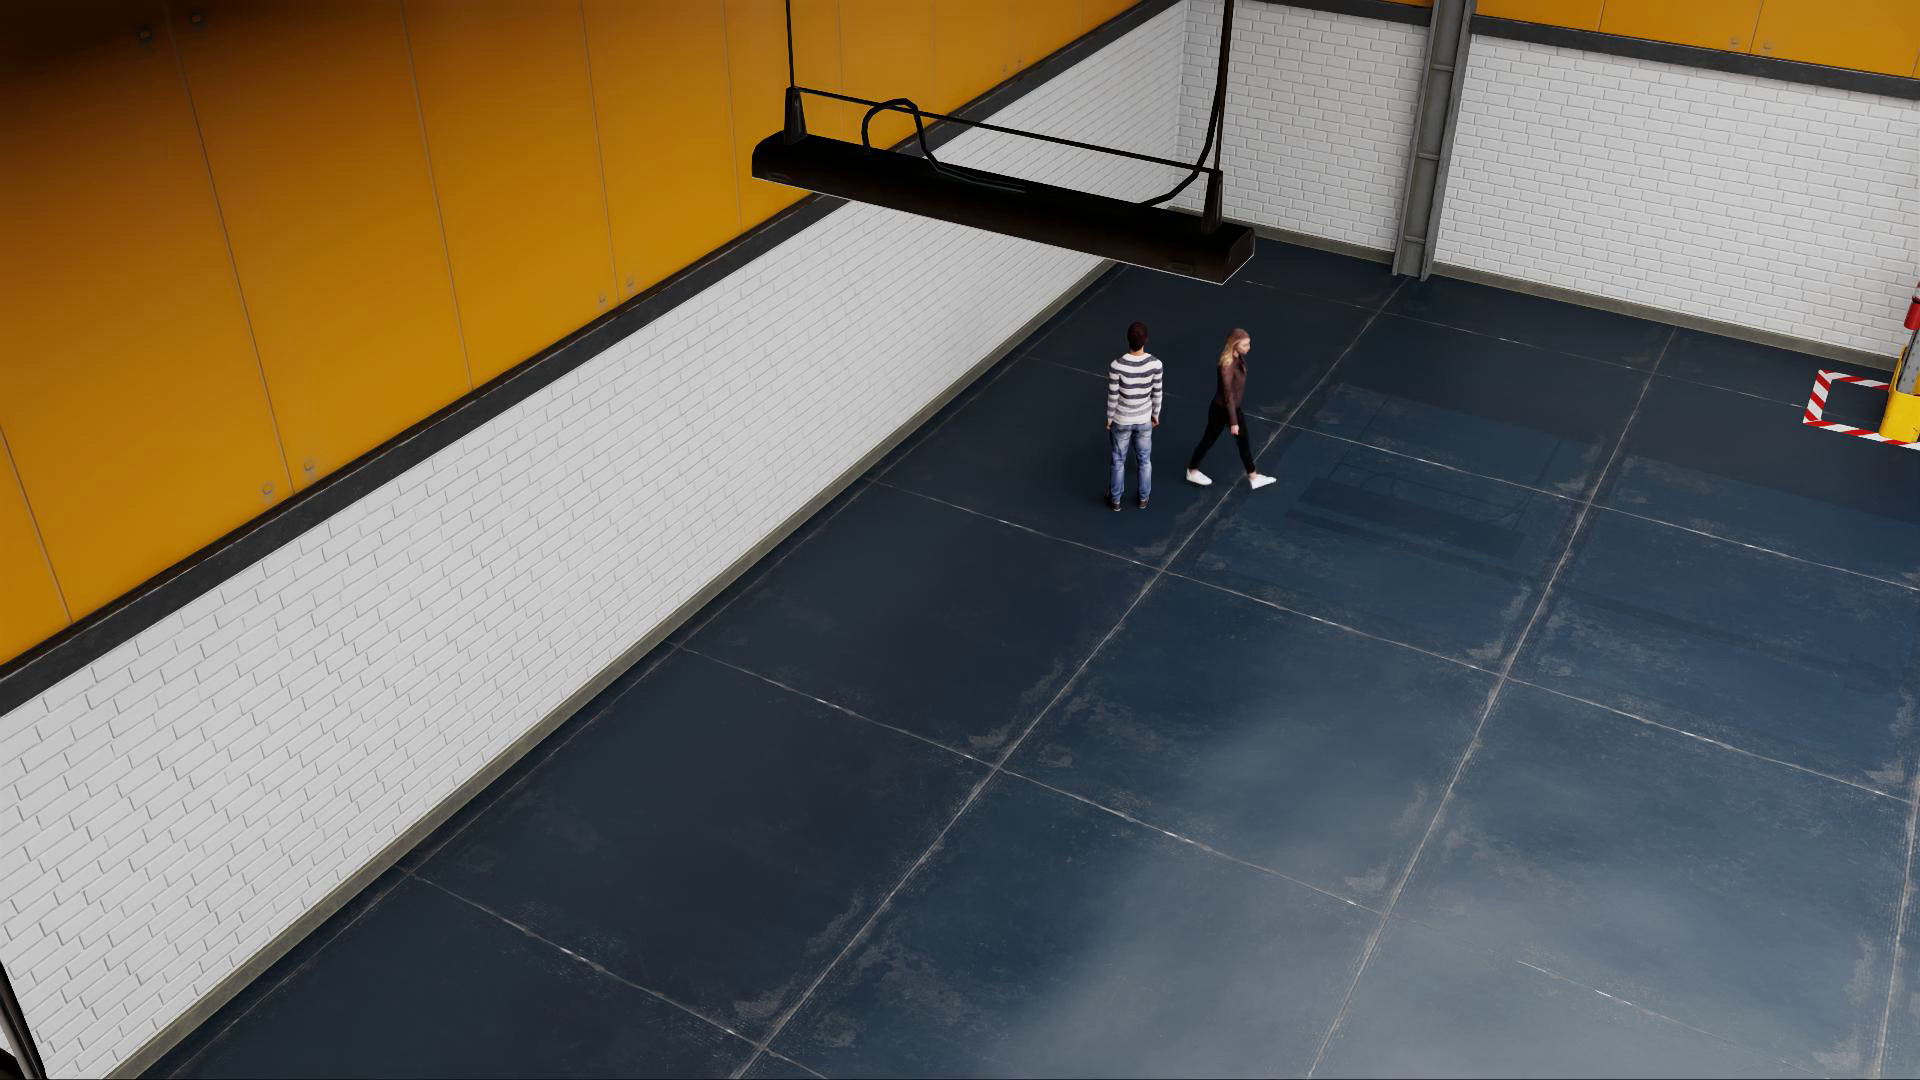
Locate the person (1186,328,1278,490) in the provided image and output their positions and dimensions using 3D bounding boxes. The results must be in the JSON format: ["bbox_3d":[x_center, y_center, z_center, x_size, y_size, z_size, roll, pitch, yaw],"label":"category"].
[{"bbox_3d":[2.354,-1.188,15.313,1.061,1.652,0.629,16,37,22],"label":"person"}]

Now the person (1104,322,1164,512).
[{"bbox_3d":[1.556,-1.111,15.015,0.679,1.854,0.784,-3,34,-5],"label":"person"}]
